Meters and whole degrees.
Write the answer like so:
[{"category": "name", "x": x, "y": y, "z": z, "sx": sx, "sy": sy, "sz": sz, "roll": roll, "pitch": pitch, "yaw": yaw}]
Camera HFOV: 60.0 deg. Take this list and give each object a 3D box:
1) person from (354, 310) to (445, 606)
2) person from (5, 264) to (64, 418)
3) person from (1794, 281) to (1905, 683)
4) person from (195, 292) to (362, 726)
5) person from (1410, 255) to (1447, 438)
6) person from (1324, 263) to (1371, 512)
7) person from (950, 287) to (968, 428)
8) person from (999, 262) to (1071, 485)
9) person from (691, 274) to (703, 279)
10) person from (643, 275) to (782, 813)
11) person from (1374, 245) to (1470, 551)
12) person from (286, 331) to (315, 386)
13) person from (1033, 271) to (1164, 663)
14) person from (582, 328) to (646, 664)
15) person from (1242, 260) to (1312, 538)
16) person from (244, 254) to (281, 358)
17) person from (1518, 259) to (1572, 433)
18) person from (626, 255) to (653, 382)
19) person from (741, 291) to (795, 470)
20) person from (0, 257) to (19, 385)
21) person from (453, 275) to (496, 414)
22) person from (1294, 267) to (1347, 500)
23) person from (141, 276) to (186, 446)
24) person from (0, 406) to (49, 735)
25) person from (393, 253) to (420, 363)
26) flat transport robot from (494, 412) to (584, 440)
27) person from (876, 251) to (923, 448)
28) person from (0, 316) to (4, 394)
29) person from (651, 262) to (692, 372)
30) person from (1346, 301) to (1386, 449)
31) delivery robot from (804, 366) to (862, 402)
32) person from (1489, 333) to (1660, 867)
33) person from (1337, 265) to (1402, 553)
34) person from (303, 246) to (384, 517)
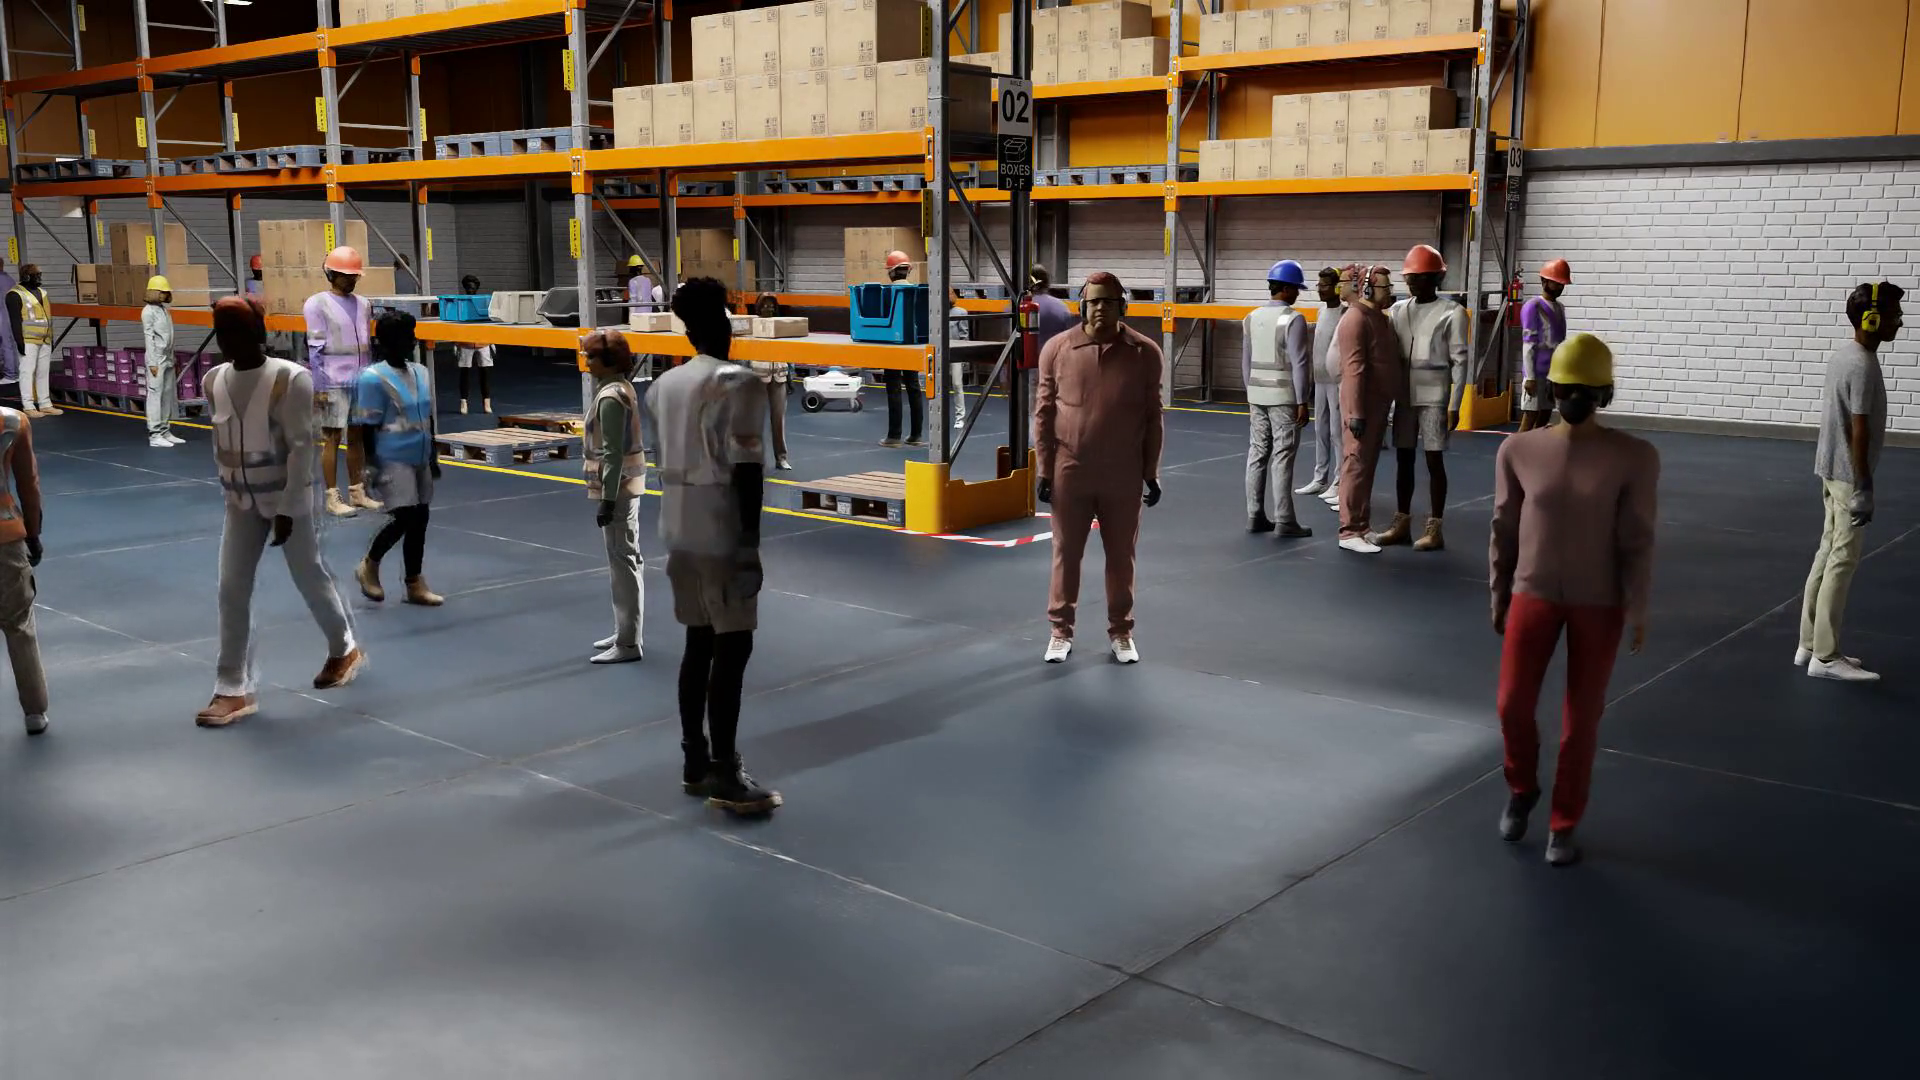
[{"category": "person", "x": -3.138, "y": -0.444, "z": 9.330, "sx": 0.395, "sy": 1.688, "sz": 0.537, "roll": 3, "pitch": 10, "yaw": 18}, {"category": "person", "x": -11.114, "y": -2.390, "z": 19.985, "sx": 0.428, "sy": 1.836, "sz": 0.625, "roll": 2, "pitch": 10, "yaw": 11}, {"category": "person", "x": 4.203, "y": -0.276, "z": 7.843, "sx": 0.309, "sy": 1.868, "sz": 0.535, "roll": 3, "pitch": 10, "yaw": 14}, {"category": "person", "x": -3.028, "y": -0.170, "z": 7.343, "sx": 0.567, "sy": 1.839, "sz": 0.963, "roll": 2, "pitch": 10, "yaw": 11}, {"category": "person", "x": 4.967, "y": -2.082, "z": 17.764, "sx": 0.379, "sy": 1.996, "sz": 0.608, "roll": 1, "pitch": 10, "yaw": 5}, {"category": "person", "x": 3.022, "y": -1.170, "z": 12.826, "sx": 0.399, "sy": 1.908, "sz": 0.643, "roll": 2, "pitch": 10, "yaw": 9}, {"category": "person", "x": -0.146, "y": -2.068, "z": 18.747, "sx": 0.511, "sy": 1.623, "sz": 0.283, "roll": 3, "pitch": 10, "yaw": 18}, {"category": "person", "x": 0.663, "y": -1.422, "z": 14.272, "sx": 0.637, "sy": 1.909, "sz": 0.916, "roll": -4, "pitch": 11, "yaw": -24}, {"category": "person", "x": -4.089, "y": -3.315, "z": 25.841, "sx": 0.283, "sy": 1.624, "sz": 0.494, "roll": 6, "pitch": 12, "yaw": 30}, {"category": "person", "x": -0.871, "y": 0.009, "z": 6.082, "sx": 0.413, "sy": 1.925, "sz": 0.781, "roll": -9, "pitch": 13, "yaw": -42}, {"category": "person", "x": 3.078, "y": -0.946, "z": 11.159, "sx": 0.390, "sy": 2.040, "sz": 0.614, "roll": -9, "pitch": 13, "yaw": -40}, {"category": "person", "x": -9.657, "y": -3.075, "z": 24.507, "sx": 0.529, "sy": 1.610, "sz": 0.415, "roll": -6, "pitch": 12, "yaw": -31}, {"category": "person", "x": 0.675, "y": -0.342, "z": 8.108, "sx": 0.637, "sy": 1.911, "sz": 0.406, "roll": 0, "pitch": 10, "yaw": 2}, {"category": "person", "x": -1.690, "y": -0.216, "z": 8.163, "sx": 0.307, "sy": 1.638, "sz": 0.511, "roll": -1, "pitch": 10, "yaw": -7}, {"category": "person", "x": 2.236, "y": -0.985, "z": 11.683, "sx": 0.402, "sy": 1.938, "sz": 0.602, "roll": -6, "pitch": 12, "yaw": -31}, {"category": "person", "x": -9.844, "y": -3.047, "z": 23.439, "sx": 0.543, "sy": 1.933, "sz": 0.364, "roll": -5, "pitch": 11, "yaw": -28}, {"category": "person", "x": 5.019, "y": -1.430, "z": 14.244, "sx": 0.542, "sy": 1.928, "sz": 0.374, "roll": -9, "pitch": 13, "yaw": -40}, {"category": "person", "x": -4.863, "y": -3.350, "z": 25.217, "sx": 0.390, "sy": 1.922, "sz": 0.589, "roll": 3, "pitch": 11, "yaw": 18}, {"category": "person", "x": -1.749, "y": -1.435, "z": 15.117, "sx": 0.517, "sy": 1.634, "sz": 0.311, "roll": -6, "pitch": 12, "yaw": -30}, {"category": "person", "x": -14.270, "y": -3.263, "z": 24.744, "sx": 0.399, "sy": 1.909, "sz": 0.642, "roll": -1, "pitch": 10, "yaw": -8}, {"category": "person", "x": -5.929, "y": -2.375, "z": 20.284, "sx": 0.540, "sy": 1.695, "sz": 0.318, "roll": -3, "pitch": 11, "yaw": -19}, {"category": "person", "x": 2.985, "y": -1.264, "z": 13.463, "sx": 0.328, "sy": 1.872, "sz": 0.515, "roll": -5, "pitch": 11, "yaw": -24}, {"category": "person", "x": -8.188, "y": -1.834, "z": 17.075, "sx": 0.318, "sy": 1.740, "sz": 0.488, "roll": 0, "pitch": 10, "yaw": -3}, {"category": "person", "x": -4.026, "y": 0.024, "z": 6.798, "sx": 0.516, "sy": 1.636, "sz": 0.314, "roll": -9, "pitch": 13, "yaw": -40}, {"category": "person", "x": -8.742, "y": -3.529, "z": 26.163, "sx": 0.629, "sy": 1.940, "sz": 0.379, "roll": -4, "pitch": 11, "yaw": -21}, {"category": "flat transport robot", "x": -4.291, "y": -1.223, "z": 17.776, "sx": 1.431, "sy": 0.197, "sz": 0.652, "roll": 8, "pitch": 13, "yaw": 39}, {"category": "person", "x": -0.612, "y": -1.935, "z": 16.935, "sx": 0.622, "sy": 1.990, "sz": 0.398, "roll": -8, "pitch": 12, "yaw": -37}, {"category": "person", "x": -13.262, "y": -2.827, "z": 22.494, "sx": 0.612, "sy": 1.812, "sz": 0.443, "roll": -1, "pitch": 10, "yaw": -7}, {"category": "person", "x": -3.373, "y": -2.404, "z": 19.845, "sx": 0.592, "sy": 1.912, "sz": 0.384, "roll": -2, "pitch": 10, "yaw": -9}, {"category": "person", "x": 4.009, "y": -1.751, "z": 16.636, "sx": 0.532, "sy": 1.726, "sz": 0.437, "roll": -9, "pitch": 14, "yaw": -43}, {"category": "delivery robot", "x": -1.573, "y": -1.912, "z": 20.629, "sx": 0.707, "sy": 0.478, "sz": 0.477, "roll": 0, "pitch": 10, "yaw": 1}, {"category": "person", "x": 1.989, "y": 0.203, "z": 5.452, "sx": 0.529, "sy": 1.756, "sz": 0.340, "roll": 5, "pitch": 11, "yaw": 26}, {"category": "person", "x": 2.749, "y": -0.878, "z": 11.162, "sx": 0.408, "sy": 1.908, "sz": 0.644, "roll": 5, "pitch": 11, "yaw": 27}, {"category": "person", "x": -4.643, "y": -1.197, "z": 12.617, "sx": 0.384, "sy": 2.035, "sz": 0.605, "roll": 4, "pitch": 11, "yaw": 24}]
